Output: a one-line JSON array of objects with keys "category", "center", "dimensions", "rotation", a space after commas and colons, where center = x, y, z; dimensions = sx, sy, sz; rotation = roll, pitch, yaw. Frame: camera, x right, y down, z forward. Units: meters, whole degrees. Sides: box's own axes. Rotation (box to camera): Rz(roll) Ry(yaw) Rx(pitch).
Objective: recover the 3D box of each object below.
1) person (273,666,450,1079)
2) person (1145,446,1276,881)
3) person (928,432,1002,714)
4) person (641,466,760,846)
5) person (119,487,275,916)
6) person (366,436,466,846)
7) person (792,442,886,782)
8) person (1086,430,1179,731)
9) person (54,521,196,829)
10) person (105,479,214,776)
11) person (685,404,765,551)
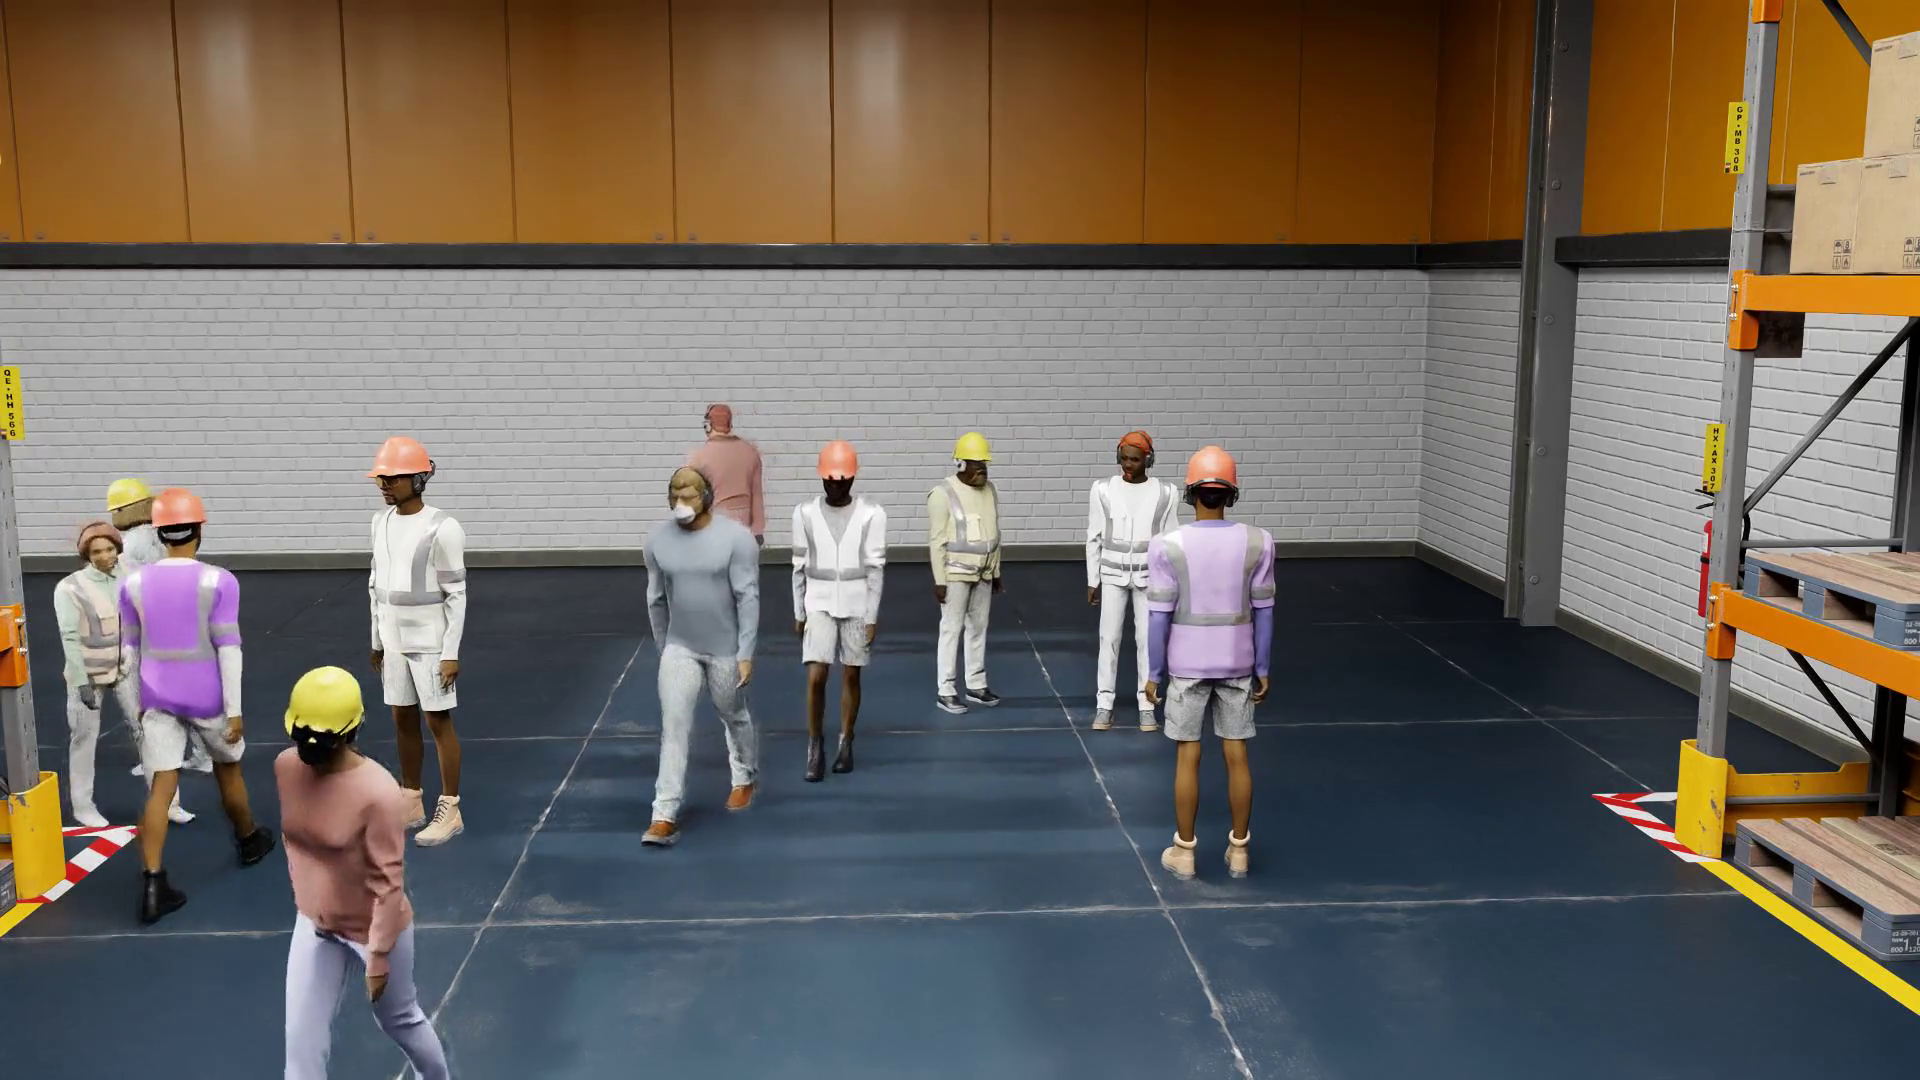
[{"category": "person", "center": [-1.892, 1.183, 5.090], "dimensions": [0.578, 1.694, 0.903], "rotation": [4, 10, 22]}, {"category": "person", "center": [1.162, 0.580, 7.803], "dimensions": [0.605, 2.045, 0.381], "rotation": [-1, 9, -4]}, {"category": "person", "center": [0.054, 0.205, 10.859], "dimensions": [0.610, 1.824, 0.410], "rotation": [-9, 12, -43]}, {"category": "person", "center": [-1.308, 0.559, 8.473], "dimensions": [0.650, 1.887, 1.041], "rotation": [2, 9, 11]}, {"category": "person", "center": [-3.526, 0.700, 7.595], "dimensions": [0.551, 1.878, 1.024], "rotation": [0, 9, 0]}, {"category": "person", "center": [-2.729, 0.503, 8.293], "dimensions": [0.605, 2.045, 0.376], "rotation": [5, 10, 29]}, {"category": "person", "center": [-0.678, 0.406, 9.304], "dimensions": [0.537, 1.910, 0.665], "rotation": [0, 9, -2]}, {"category": "person", "center": [1.066, 0.254, 10.348], "dimensions": [0.572, 1.886, 0.354], "rotation": [1, 9, 6]}, {"category": "person", "center": [-4.264, 0.702, 8.416], "dimensions": [0.774, 1.604, 0.532], "rotation": [5, 10, 30]}, {"category": "person", "center": [-4.509, 0.505, 9.332], "dimensions": [0.554, 1.702, 0.599], "rotation": [1, 9, 9]}, {"category": "person", "center": [-1.867, -0.086, 12.547], "dimensions": [0.858, 1.870, 0.641], "rotation": [7, 12, 39]}]
